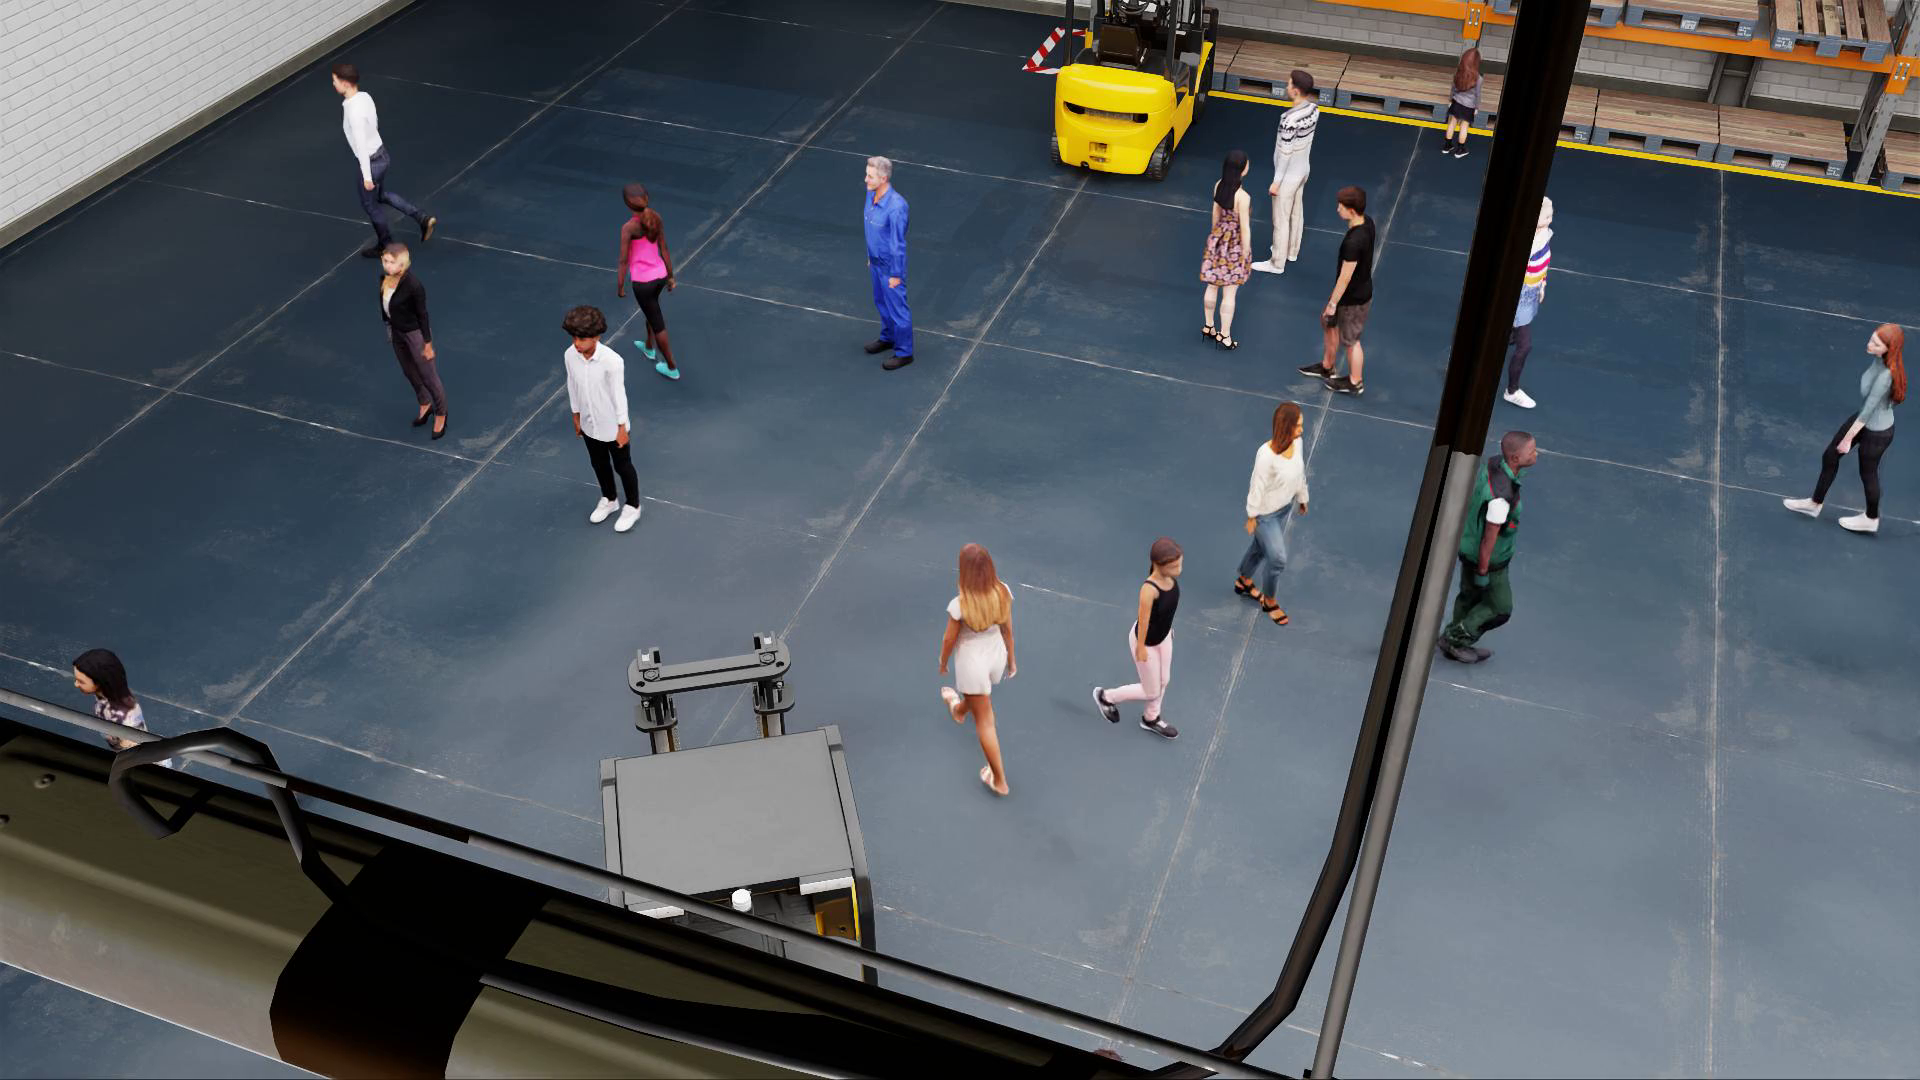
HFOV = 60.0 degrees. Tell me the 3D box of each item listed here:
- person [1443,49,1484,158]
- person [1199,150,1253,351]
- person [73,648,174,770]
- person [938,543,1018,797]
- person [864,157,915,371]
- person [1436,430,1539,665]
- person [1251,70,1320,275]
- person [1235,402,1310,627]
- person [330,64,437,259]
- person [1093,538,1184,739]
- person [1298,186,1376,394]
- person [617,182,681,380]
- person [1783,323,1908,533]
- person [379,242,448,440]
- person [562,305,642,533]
[{"bbox_3d":[5.104,-4.445,16.851,0.467,1.107,0.587,28,47,31],"label":"person"},{"bbox_3d":[2.218,-2.393,13.748,0.864,1.773,0.792,-22,44,-25],"label":"person"},{"bbox_3d":[-4.460,1.238,9.251,0.916,1.711,0.910,-30,48,-32],"label":"person"},{"bbox_3d":[0.162,0.801,9.855,1.042,1.641,1.176,-21,43,-24],"label":"person"},{"bbox_3d":[-0.577,-2.278,13.563,0.836,1.825,0.753,-19,42,-22],"label":"person"},{"bbox_3d":[3.282,0.064,10.625,0.690,1.832,0.743,8,39,10],"label":"person"},{"bbox_3d":[2.947,-3.270,14.775,0.673,1.861,0.741,24,45,27],"label":"person"},{"bbox_3d":[2.006,-0.241,11.139,0.841,1.666,0.771,29,47,31],"label":"person"},{"bbox_3d":[-5.178,-3.378,14.923,1.059,1.847,0.881,-2,39,-3],"label":"person"},{"bbox_3d":[1.123,0.579,10.206,0.829,1.549,0.626,23,44,26],"label":"person"},{"bbox_3d":[3.181,-1.931,13.122,0.795,1.833,0.740,14,41,17],"label":"person"},{"bbox_3d":[-2.438,-2.044,13.367,0.924,1.703,0.758,28,46,30],"label":"person"},{"bbox_3d":[6.502,-0.753,11.755,0.874,1.698,0.600,19,42,22],"label":"person"},{"bbox_3d":[-4.206,-1.554,12.780,0.549,1.669,0.722,27,46,30],"label":"person"},{"bbox_3d":[-2.528,-0.874,11.819,0.485,1.807,0.674,14,41,17],"label":"person"}]
